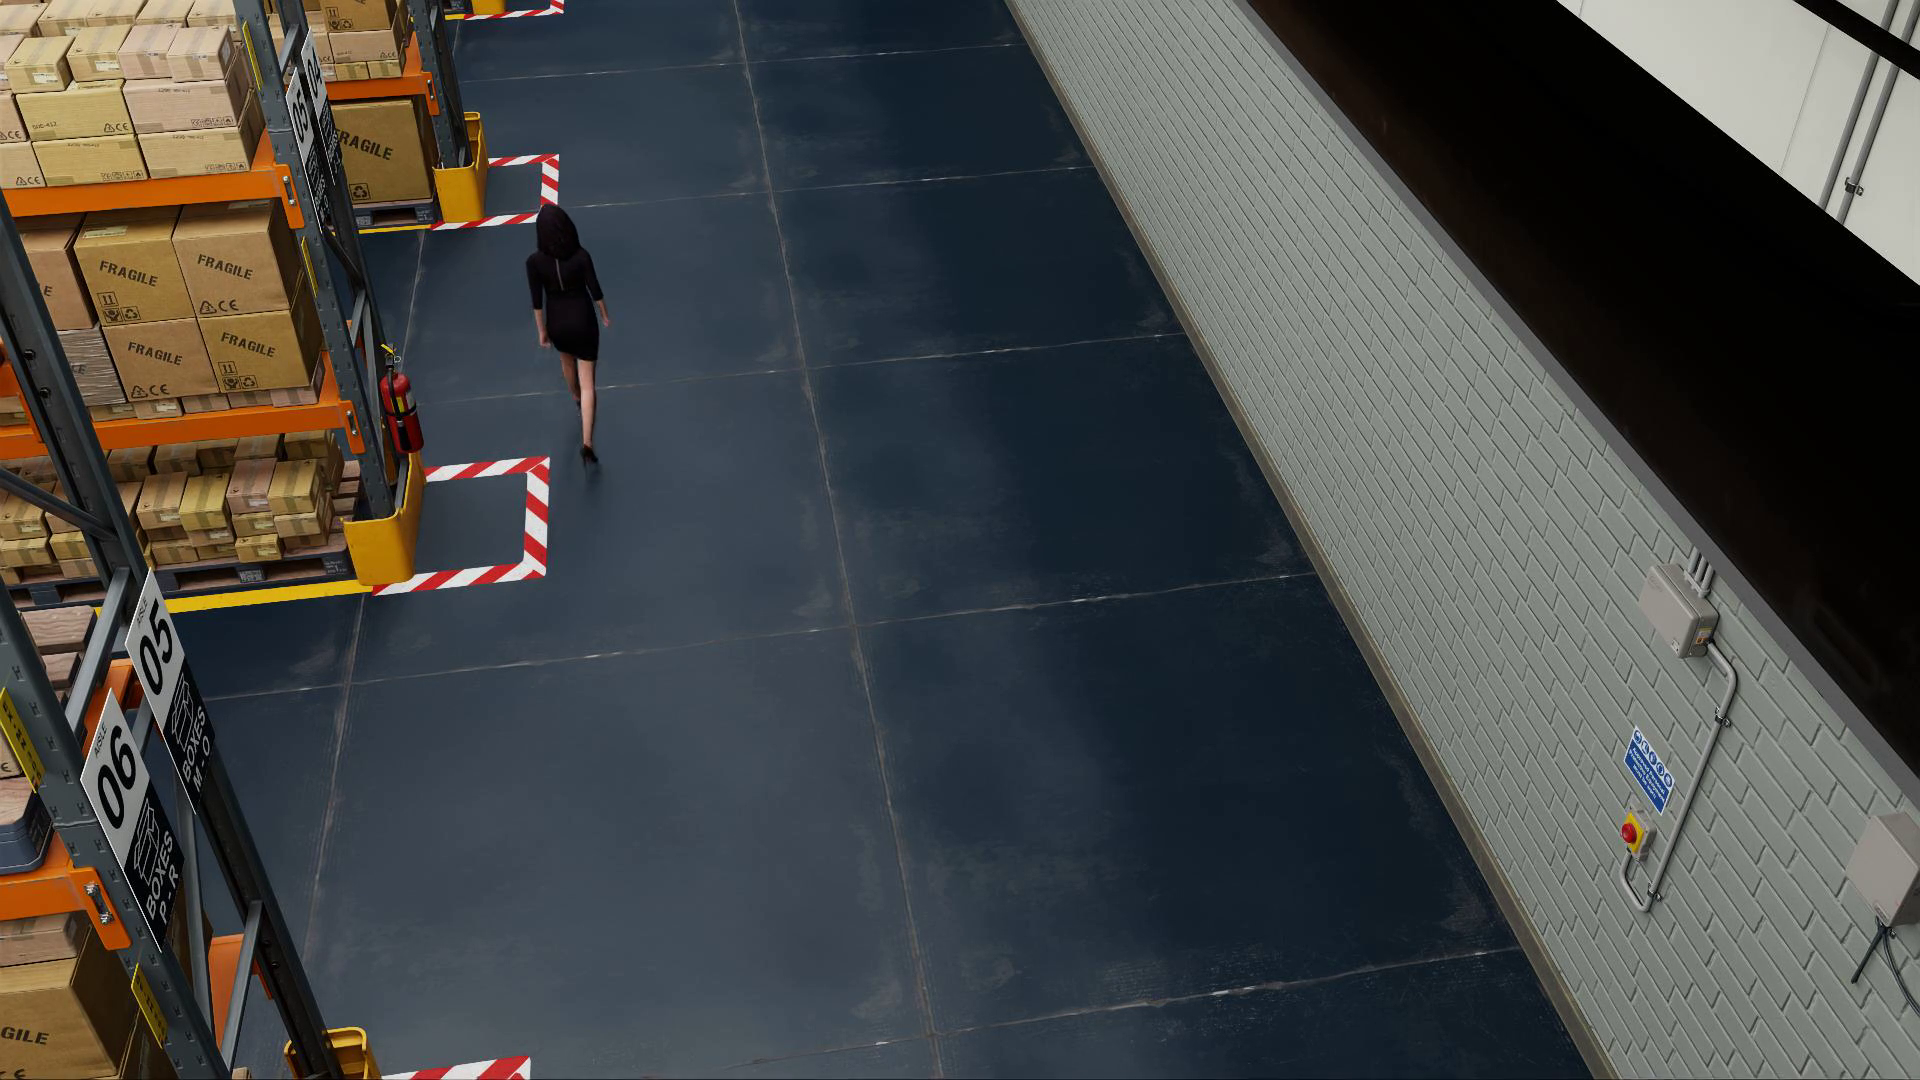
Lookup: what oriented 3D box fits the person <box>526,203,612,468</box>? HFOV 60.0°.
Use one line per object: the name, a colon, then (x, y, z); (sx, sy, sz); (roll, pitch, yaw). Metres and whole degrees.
person: (-2.595, -1.325, 11.144); (1.110, 1.756, 0.804); (0, 38, -1)
